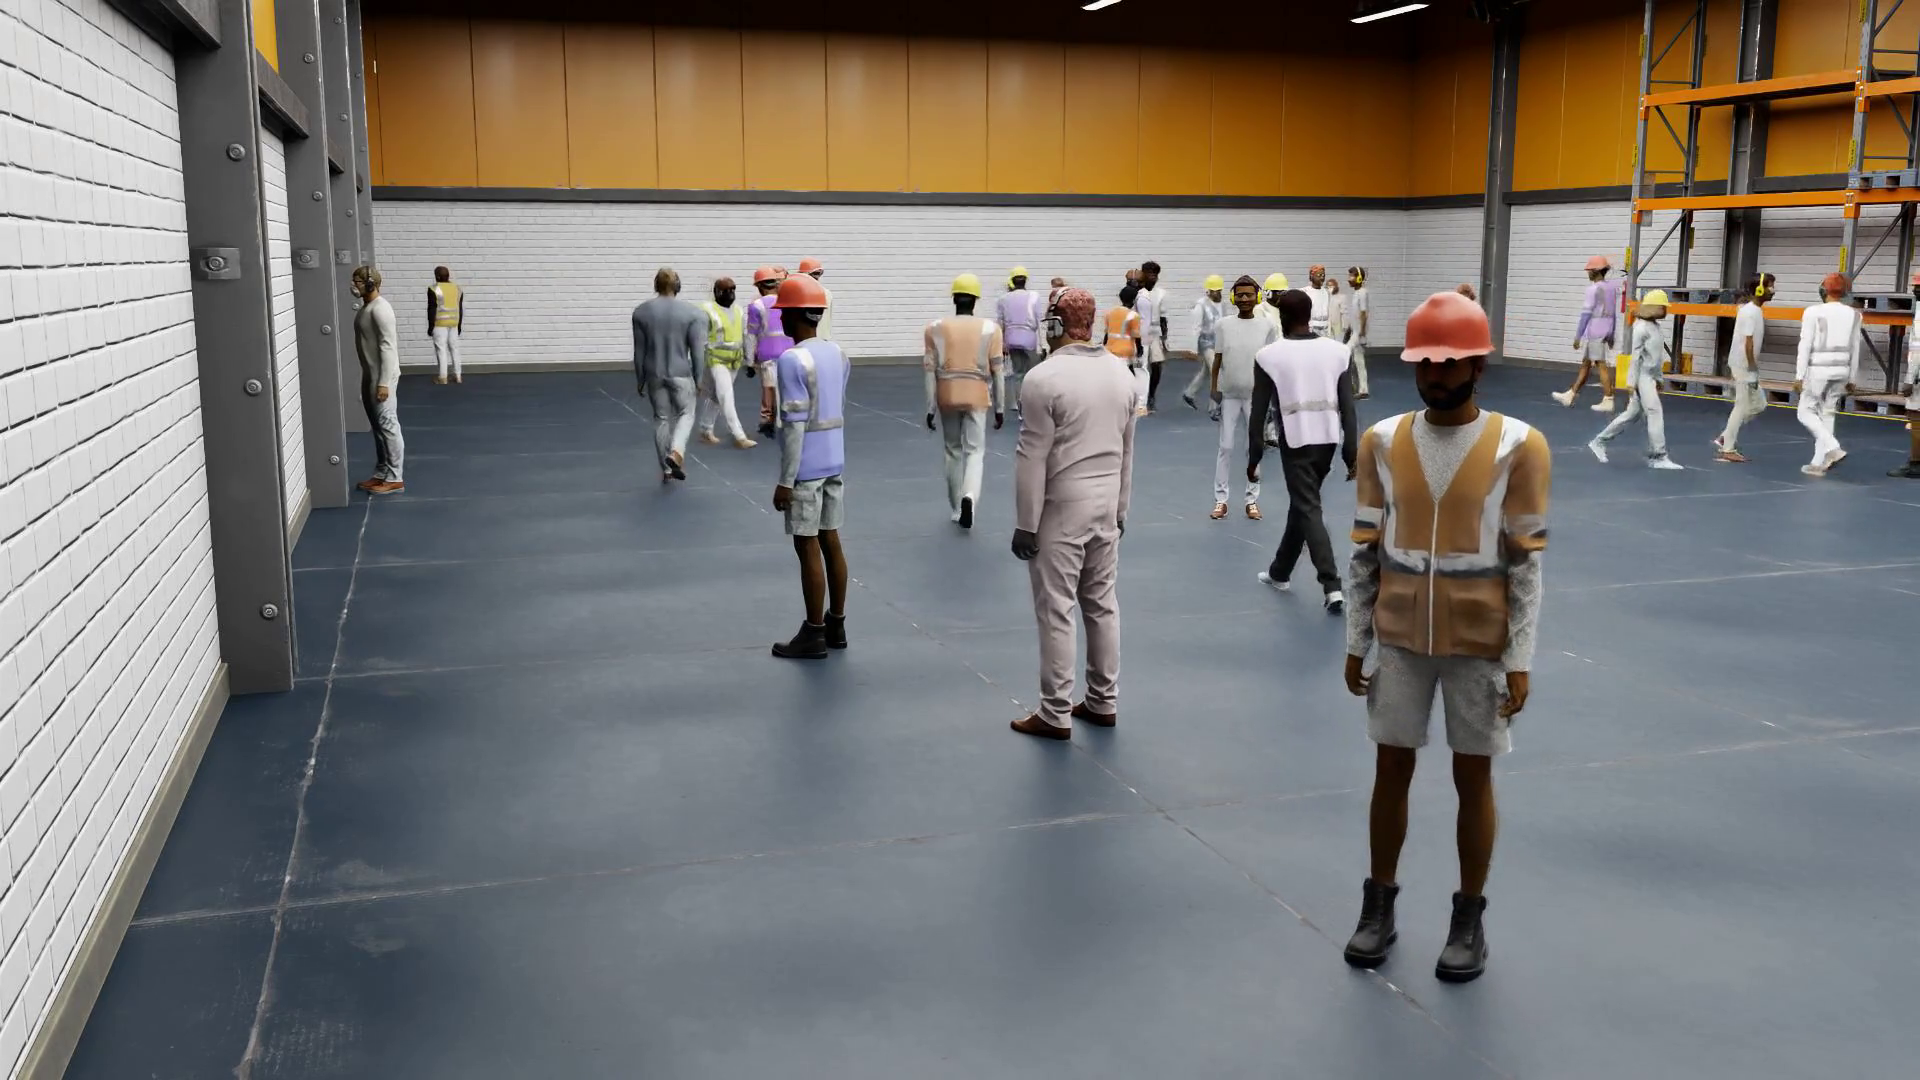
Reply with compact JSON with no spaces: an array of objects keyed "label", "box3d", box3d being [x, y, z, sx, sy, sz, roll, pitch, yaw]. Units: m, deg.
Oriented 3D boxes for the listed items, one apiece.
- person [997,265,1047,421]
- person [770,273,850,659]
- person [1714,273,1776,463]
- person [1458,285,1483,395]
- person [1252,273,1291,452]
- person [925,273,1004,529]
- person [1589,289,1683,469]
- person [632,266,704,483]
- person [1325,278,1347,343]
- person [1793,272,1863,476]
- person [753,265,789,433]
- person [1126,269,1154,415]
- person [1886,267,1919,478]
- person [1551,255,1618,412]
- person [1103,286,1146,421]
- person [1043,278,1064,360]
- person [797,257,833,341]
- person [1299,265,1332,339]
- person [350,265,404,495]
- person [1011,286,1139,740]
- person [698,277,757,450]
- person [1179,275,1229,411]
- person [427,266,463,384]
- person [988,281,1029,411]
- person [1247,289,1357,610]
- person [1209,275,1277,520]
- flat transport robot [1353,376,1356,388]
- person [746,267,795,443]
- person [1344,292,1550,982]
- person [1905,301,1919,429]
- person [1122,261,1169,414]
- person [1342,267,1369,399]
[{"label":"person","box3d":[0.757,-2.376,20.174,0.647,1.887,0.480,3,10,18]},{"label":"person","box3d":[-0.775,-0.366,8.395,0.369,1.939,0.542,5,11,26]},{"label":"person","box3d":[7.675,-1.668,16.206,0.418,1.854,0.496,7,12,35]},{"label":"person","box3d":[7.178,-2.824,23.614,0.601,1.596,0.363,-5,11,-29]},{"label":"person","box3d":[3.227,-1.830,17.175,0.403,1.831,0.595,8,13,40]},{"label":"person","box3d":[0.027,-1.030,12.378,0.593,1.903,0.738,1,10,5]},{"label":"person","box3d":[6.497,-1.545,15.916,0.875,1.705,0.494,8,13,40]},{"label":"person","box3d":[-2.571,-1.434,14.618,0.637,1.923,0.547,1,10,4]},{"label":"person","box3d":[6.474,-3.741,28.898,0.505,1.613,0.718,4,10,21]},{"label":"person","box3d":[7.922,-1.499,15.161,0.605,1.867,0.489,-1,10,-8]},{"label":"person","box3d":[-2.054,-2.166,18.929,0.639,1.902,0.407,0,10,0]},{"label":"person","box3d":[2.215,-2.478,20.917,0.430,1.841,0.624,-1,10,-4]},{"label":"person","box3d":[8.712,-1.502,15.014,0.570,1.925,0.451,-9,13,-42]},{"label":"person","box3d":[8.128,-2.675,21.576,0.635,2.000,0.983,-9,14,-44]},{"label":"person","box3d":[1.962,-2.185,19.753,0.832,1.636,0.539,-7,12,-35]},{"label":"person","box3d":[1.613,-3.685,28.596,0.848,1.598,0.514,-5,11,-27]},{"label":"person","box3d":[-1.659,-2.186,18.771,0.395,1.994,0.613,5,11,28]},{"label":"person","box3d":[4.742,-2.731,22.253,0.574,1.883,0.355,-5,11,-28]},{"label":"person","box3d":[-4.952,-1.357,14.132,0.377,1.940,0.629,-6,12,-32]},{"label":"person","box3d":[0.464,-0.115,7.067,0.640,1.902,0.402,-9,13,-43]},{"label":"person","box3d":[-2.492,-1.863,17.523,0.993,1.793,0.640,7,12,35]},{"label":"person","box3d":[3.165,-2.496,21.230,0.649,1.780,0.877,-10,14,-44]},{"label":"person","box3d":[-8.062,-3.360,26.012,0.429,1.841,0.632,7,12,35]},{"label":"person","box3d":[0.643,-2.537,21.492,0.580,1.749,0.529,6,11,29]},{"label":"person","box3d":[2.026,-0.536,9.712,0.601,1.839,1.069,-3,10,-15]},{"label":"person","box3d":[2.172,-1.086,12.759,0.520,1.873,0.328,1,10,9]},{"label":"flat transport robot","box3d":[5.366,-2.442,25.238,0.652,0.197,1.431,-3,10,-15]},{"label":"person","box3d":[-2.067,-1.989,17.946,0.565,1.882,0.978,-6,12,-33]},{"label":"person","box3d":[1.349,0.276,4.699,0.543,1.936,0.381,6,11,30]},{"label":"person","box3d":[11.292,-2.277,19.166,0.683,2.000,0.536,0,10,1]},{"label":"person","box3d":[2.309,-2.538,20.952,0.667,1.941,0.441,-3,10,-19]},{"label":"person","box3d":[5.432,-2.859,23.113,0.644,1.849,0.512,2,10,10]}]
